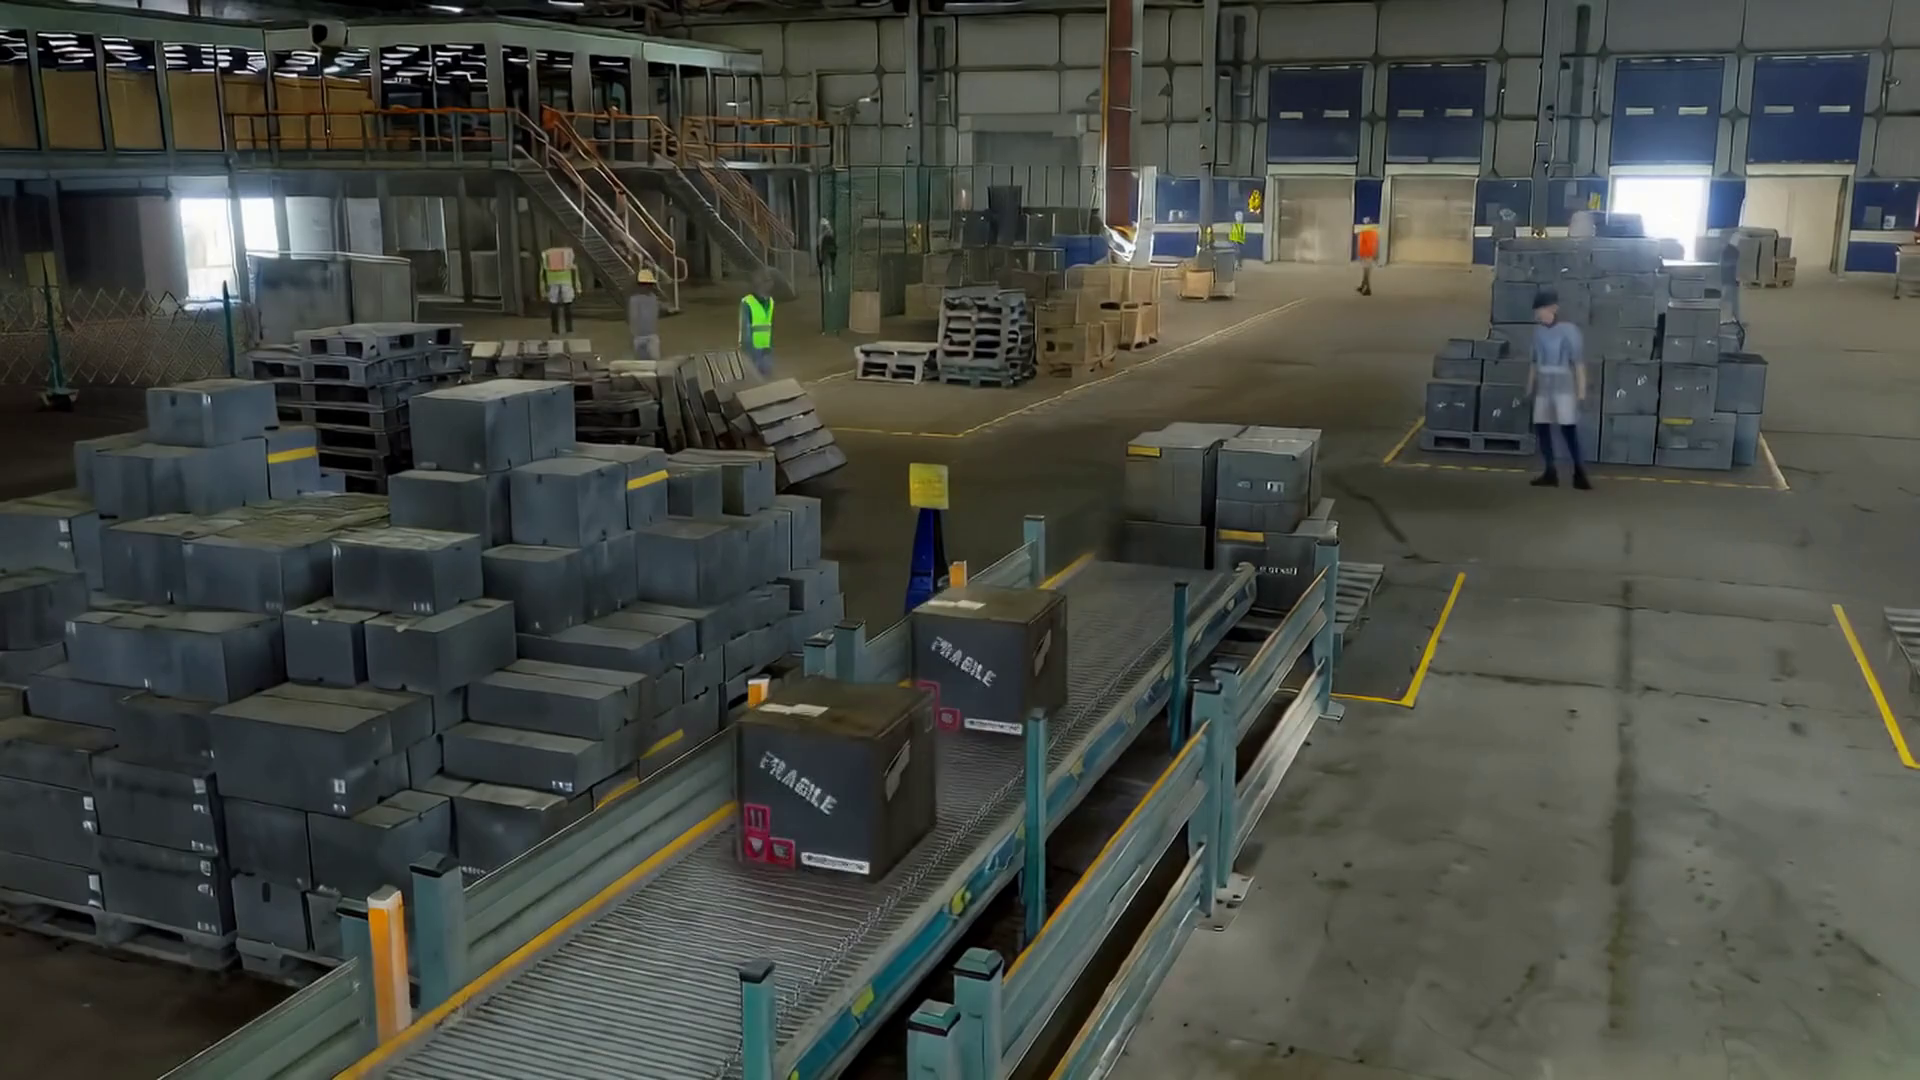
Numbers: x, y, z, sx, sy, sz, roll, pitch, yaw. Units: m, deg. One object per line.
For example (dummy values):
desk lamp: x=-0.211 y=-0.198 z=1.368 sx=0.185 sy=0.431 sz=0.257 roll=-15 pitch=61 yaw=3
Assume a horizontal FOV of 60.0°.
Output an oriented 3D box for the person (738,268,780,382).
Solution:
person: x=-2.334 y=-2.187 z=19.218 sx=0.436 sy=1.905 sz=0.606 roll=7 pitch=15 yaw=30

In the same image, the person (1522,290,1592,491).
person: x=5.695 y=-1.415 z=15.791 sx=0.460 sy=1.883 sz=0.714 roll=-9 pitch=16 yaw=-36

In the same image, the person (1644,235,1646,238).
person: x=12.653 y=-4.944 z=31.774 sx=0.717 sy=1.831 sz=0.577 roll=1 pitch=13 yaw=4

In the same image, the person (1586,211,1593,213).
person: x=17.377 y=-8.246 z=46.460 sx=0.981 sy=1.882 sz=0.602 roll=4 pitch=13 yaw=16

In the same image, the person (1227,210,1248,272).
person: x=8.285 y=-8.825 z=49.201 sx=0.636 sy=1.809 sz=0.828 roll=-10 pitch=16 yaw=-38

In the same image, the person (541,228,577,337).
person: x=-7.280 y=-4.677 z=30.230 sx=0.614 sy=1.963 sz=0.362 roll=0 pitch=13 yaw=-1

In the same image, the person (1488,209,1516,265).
person: x=14.731 y=-8.010 z=45.216 sx=0.664 sy=1.964 sz=0.612 roll=7 pitch=14 yaw=29

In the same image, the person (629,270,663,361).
person: x=-4.167 y=-2.693 z=21.894 sx=0.918 sy=1.720 sz=0.530 roll=10 pitch=16 yaw=39

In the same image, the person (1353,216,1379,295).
person: x=9.831 y=-6.918 z=40.445 sx=0.563 sy=1.893 sz=0.932 roll=-4 pitch=13 yaw=-17

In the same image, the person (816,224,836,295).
person: x=-3.257 y=-6.827 z=40.451 sx=0.490 sy=1.712 sz=0.773 roll=-1 pitch=13 yaw=-5

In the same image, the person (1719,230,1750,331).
person: x=14.492 y=-4.933 z=31.558 sx=1.004 sy=1.901 sz=0.635 roll=7 pitch=14 yaw=28
